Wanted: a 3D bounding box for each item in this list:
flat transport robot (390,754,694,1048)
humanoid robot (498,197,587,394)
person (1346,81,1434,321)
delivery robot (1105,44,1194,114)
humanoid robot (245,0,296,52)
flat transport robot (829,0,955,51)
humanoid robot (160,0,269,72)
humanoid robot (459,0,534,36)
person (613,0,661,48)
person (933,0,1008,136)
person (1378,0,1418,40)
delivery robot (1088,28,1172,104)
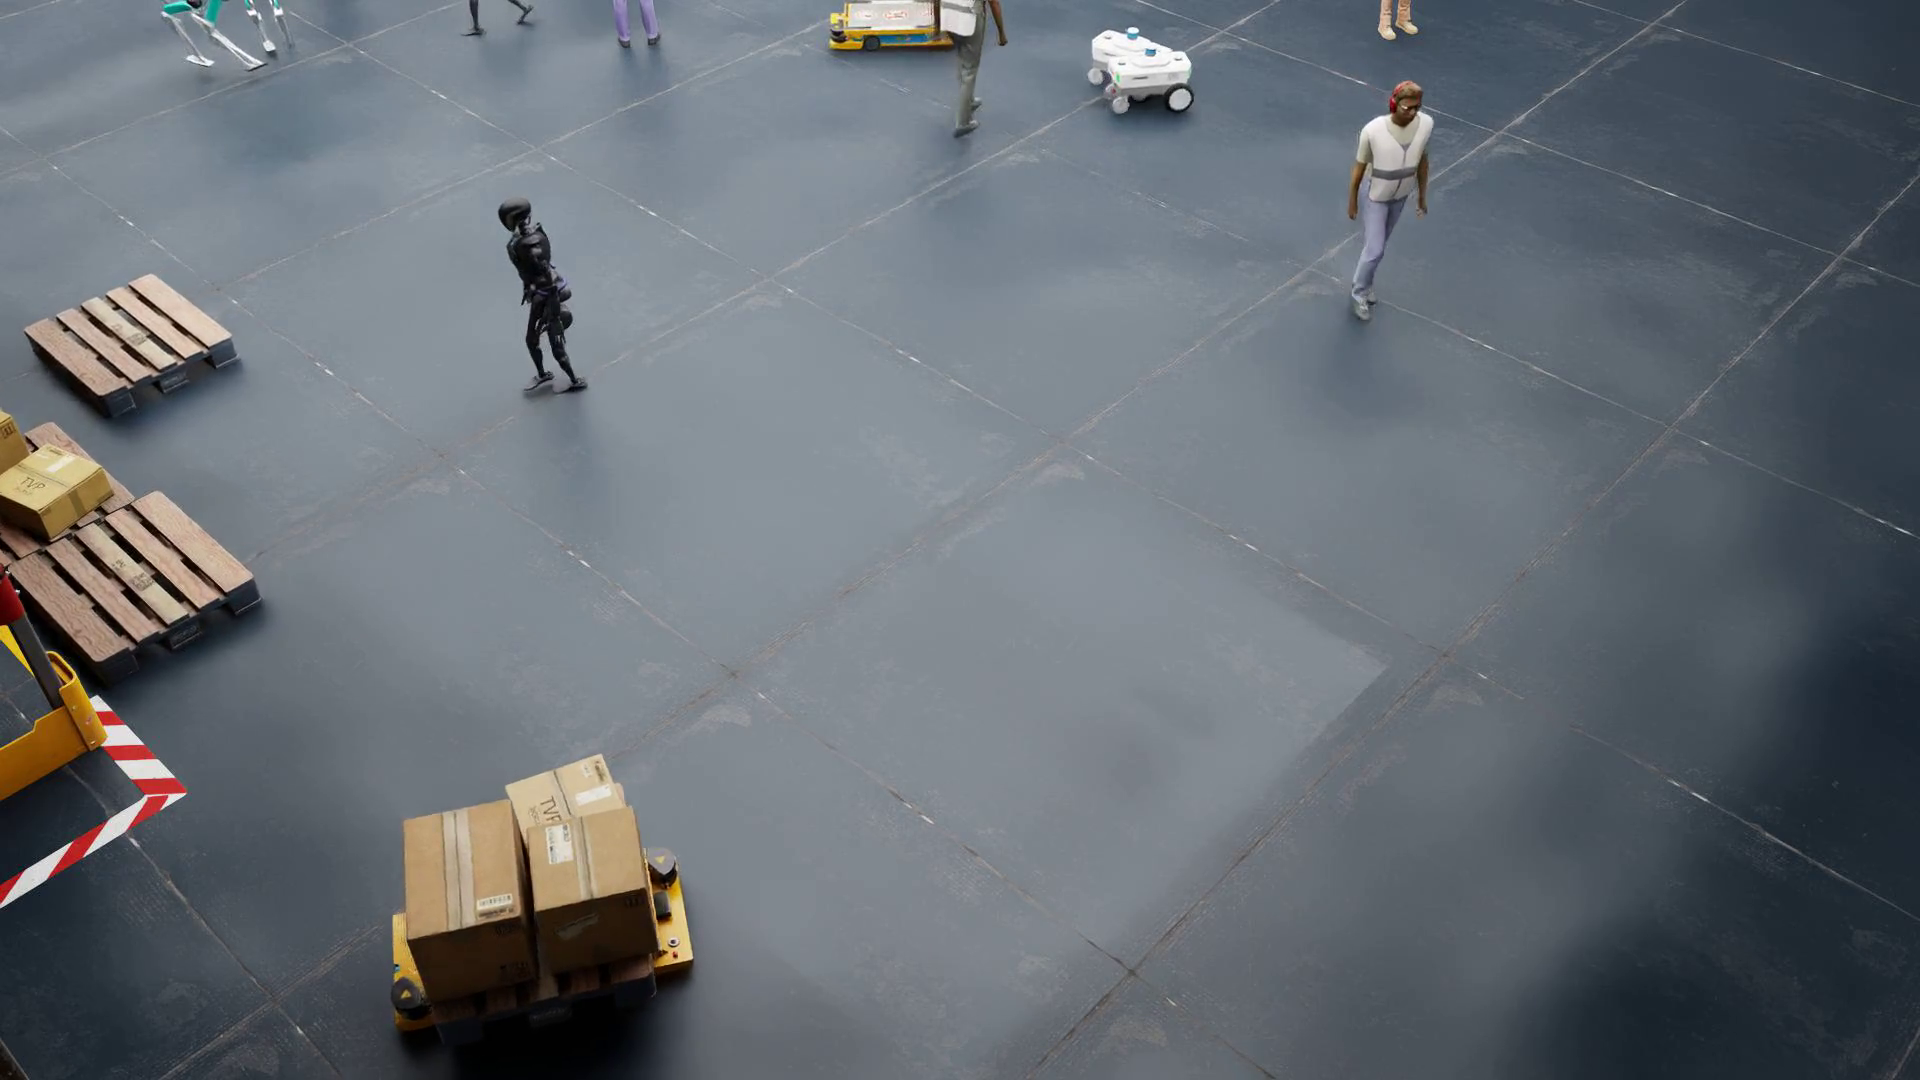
[{"bbox_3d":[-2.098,1.980,8.325,1.431,0.231,0.659,-10,43,-11],"label":"flat transport robot"},{"bbox_3d":[-2.844,-1.633,11.300,0.432,1.641,0.612,-24,47,-24],"label":"humanoid robot"},{"bbox_3d":[3.133,-2.467,12.098,0.560,1.825,0.644,-16,44,-17],"label":"person"},{"bbox_3d":[1.717,-4.150,14.936,0.805,0.609,0.499,-7,42,-7],"label":"delivery robot"},{"bbox_3d":[-6.542,-5.274,15.337,0.541,1.871,0.666,-19,45,-19],"label":"humanoid robot"},{"bbox_3d":[-0.536,-4.970,16.050,1.431,0.231,0.659,-2,42,-2],"label":"flat transport robot"},{"bbox_3d":[-6.904,-4.976,14.965,1.056,1.722,0.533,12,43,13],"label":"humanoid robot"},{"bbox_3d":[-4.525,-5.629,15.764,0.724,1.634,0.607,-5,42,-6],"label":"humanoid robot"},{"bbox_3d":[-3.125,-5.476,15.437,0.563,1.841,0.396,-6,42,-7],"label":"person"},{"bbox_3d":[0.119,-4.425,14.283,0.595,1.816,0.723,24,47,24],"label":"person"},{"bbox_3d":[4.252,-5.600,15.644,0.473,1.750,0.320,-19,45,-20],"label":"person"},{"bbox_3d":[1.578,-4.353,15.161,0.799,0.608,0.499,26,48,26],"label":"delivery robot"}]
